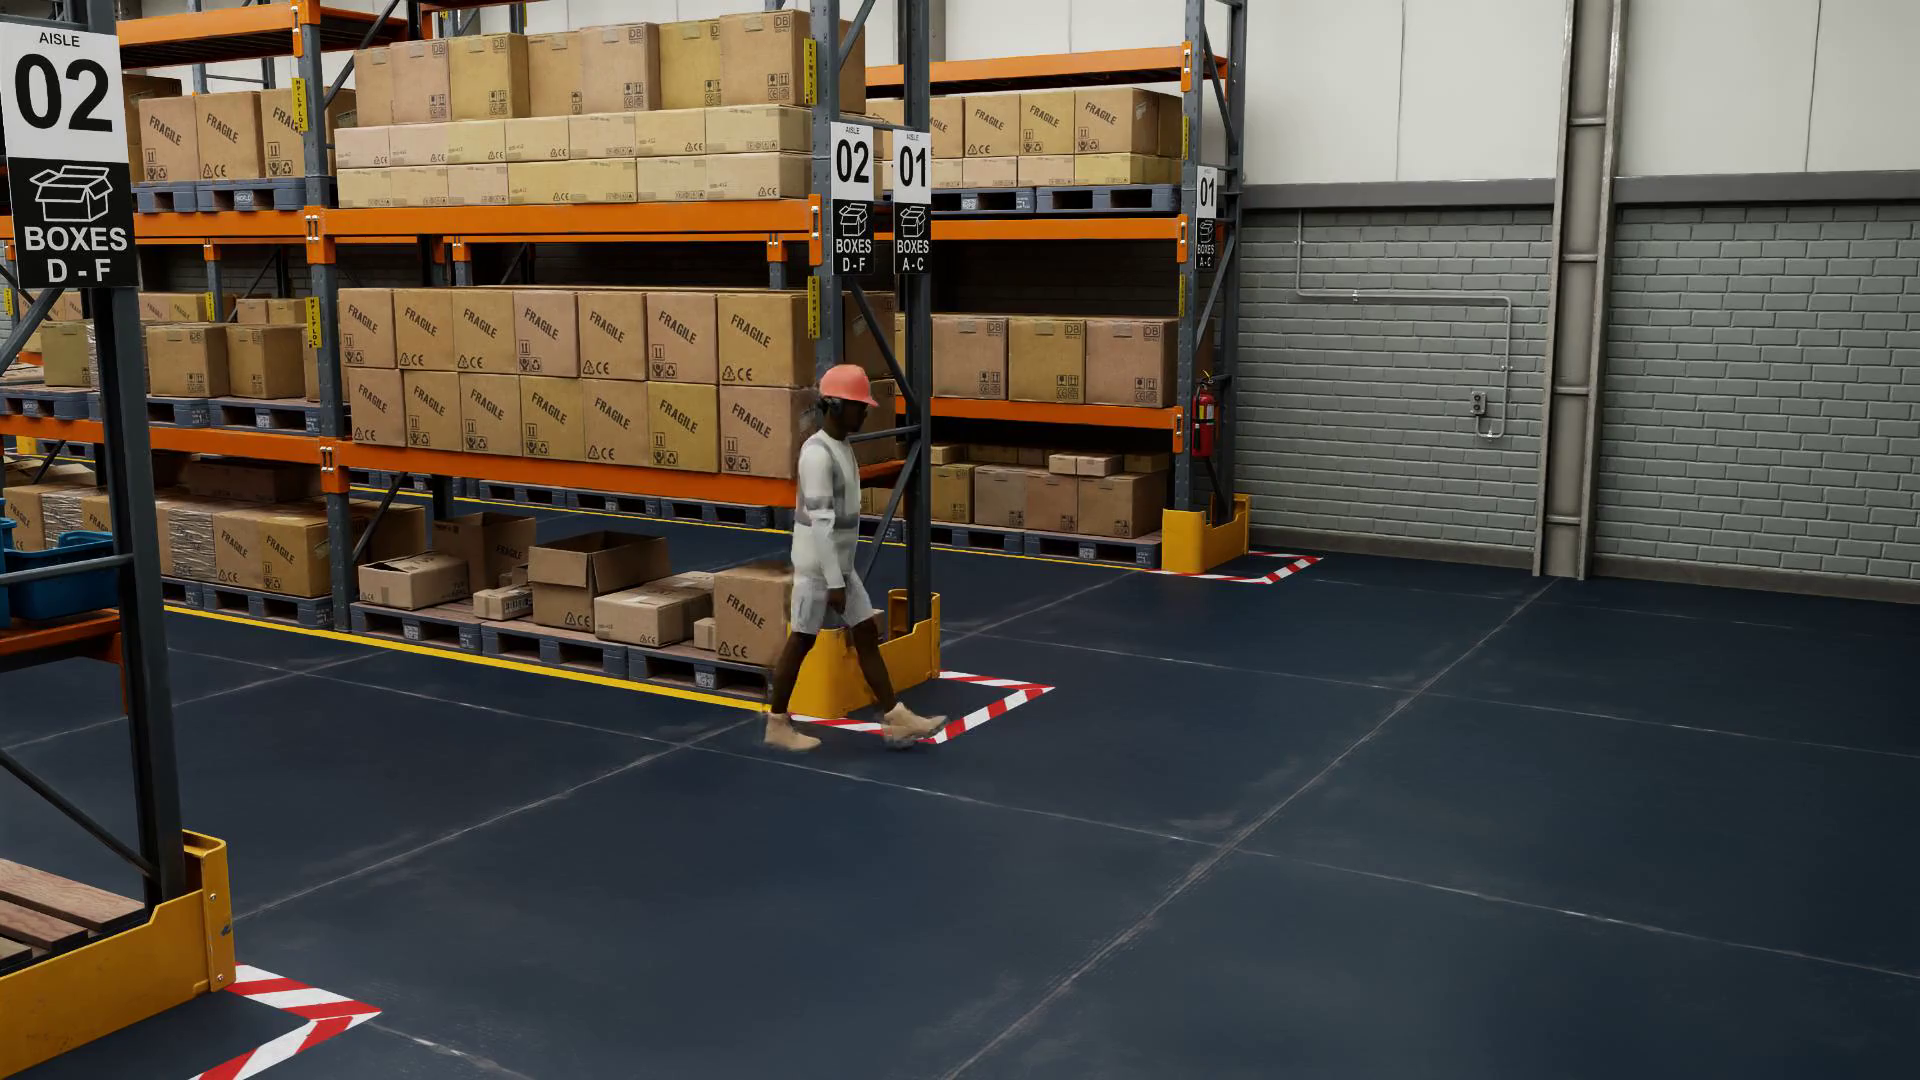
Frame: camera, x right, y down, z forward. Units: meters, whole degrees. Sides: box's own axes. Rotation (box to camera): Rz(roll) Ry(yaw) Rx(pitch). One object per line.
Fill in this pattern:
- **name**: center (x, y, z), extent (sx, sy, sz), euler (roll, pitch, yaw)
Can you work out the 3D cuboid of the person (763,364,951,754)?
- **person**: center (-0.547, 0.121, 8.381), extent (1.038, 1.981, 0.650), euler (2, 10, 12)
